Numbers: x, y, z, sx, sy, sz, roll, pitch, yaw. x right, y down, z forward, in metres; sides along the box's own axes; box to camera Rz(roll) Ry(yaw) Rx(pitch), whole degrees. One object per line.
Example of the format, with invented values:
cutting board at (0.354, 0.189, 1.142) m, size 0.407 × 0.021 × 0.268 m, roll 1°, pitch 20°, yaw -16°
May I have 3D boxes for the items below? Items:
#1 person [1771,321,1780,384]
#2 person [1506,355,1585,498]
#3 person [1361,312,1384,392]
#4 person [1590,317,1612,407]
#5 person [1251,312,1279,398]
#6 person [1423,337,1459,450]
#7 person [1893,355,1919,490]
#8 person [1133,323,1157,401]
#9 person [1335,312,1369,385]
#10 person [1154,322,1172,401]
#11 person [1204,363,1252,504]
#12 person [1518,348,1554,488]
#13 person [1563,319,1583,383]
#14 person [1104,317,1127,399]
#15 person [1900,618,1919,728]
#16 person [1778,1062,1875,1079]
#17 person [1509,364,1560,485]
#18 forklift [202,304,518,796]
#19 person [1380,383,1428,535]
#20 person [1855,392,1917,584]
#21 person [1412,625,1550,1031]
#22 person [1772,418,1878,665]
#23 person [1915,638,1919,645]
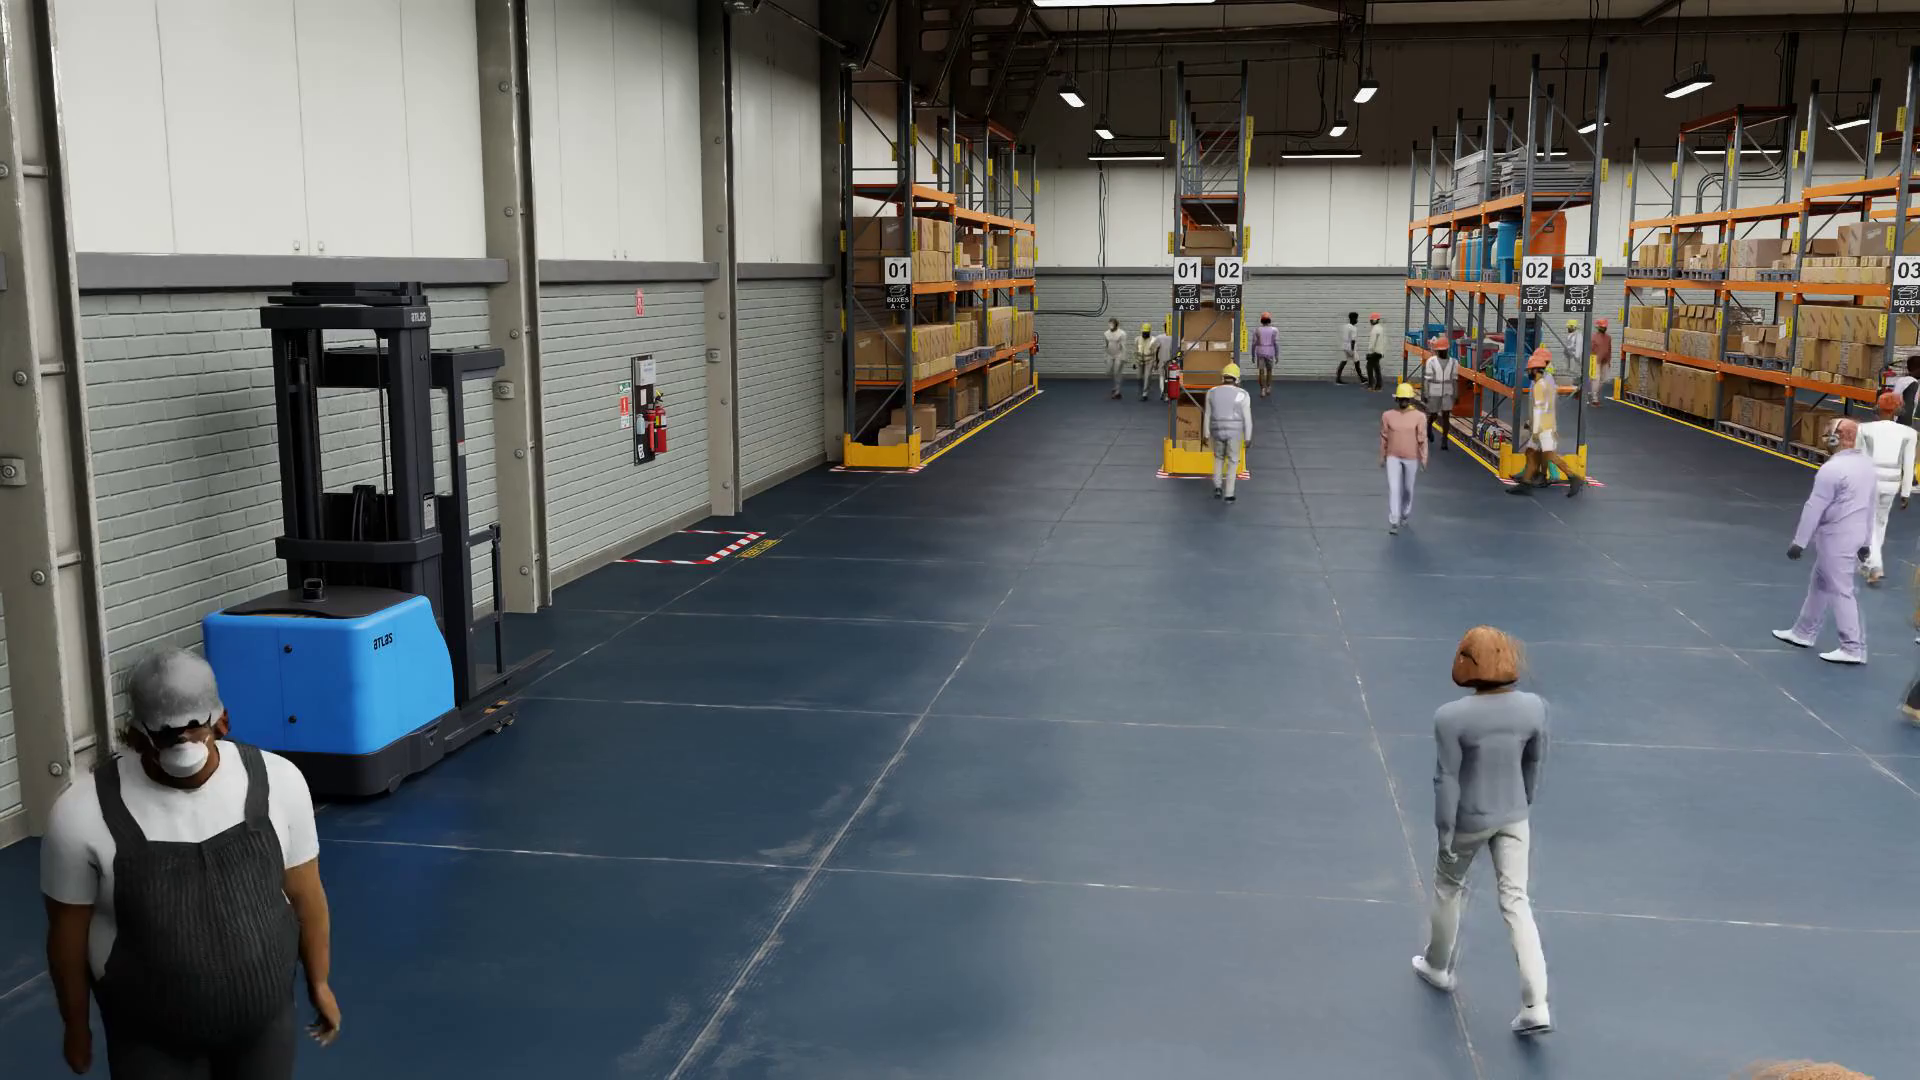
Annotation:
person at (18.470, -4.051, 37.713) m, size 0.649 × 1.919 × 0.448 m, roll 4°, pitch 10°, yaw 25°
person at (7.873, -1.515, 22.211) m, size 0.962 × 1.890 × 0.587 m, roll 5°, pitch 10°, yaw 27°
person at (10.241, -4.681, 41.430) m, size 0.704 × 1.970 × 0.653 m, roll 4°, pitch 10°, yaw 26°
person at (14.177, -3.939, 36.855) m, size 0.641 × 1.973 × 0.447 m, roll -3°, pitch 10°, yaw -19°
person at (7.301, -4.442, 39.832) m, size 0.637 × 2.014 × 0.884 m, roll 1°, pitch 9°, yaw 8°
person at (8.199, -2.524, 28.382) m, size 0.585 × 1.903 × 0.792 m, roll 1°, pitch 9°, yaw 7°
person at (12.866, -1.609, 22.871) m, size 0.920 × 1.865 × 0.653 m, roll 3°, pitch 10°, yaw 16°
person at (4.356, -4.174, 38.875) m, size 0.606 × 1.802 × 0.689 m, roll 4°, pitch 10°, yaw 23°
person at (10.349, -5.036, 43.803) m, size 0.997 × 1.911 × 0.608 m, roll -3°, pitch 10°, yaw -19°
person at (4.769, -4.130, 38.397) m, size 0.553 × 1.857 × 0.436 m, roll 2°, pitch 9°, yaw 12°
person at (3.485, -1.378, 21.553) m, size 0.627 × 1.813 × 0.463 m, roll 4°, pitch 10°, yaw 25°
person at (8.079, -1.713, 23.237) m, size 0.353 × 1.942 × 0.546 m, roll 0°, pitch 9°, yaw -1°
person at (15.299, -4.615, 41.510) m, size 0.611 × 1.818 × 0.607 m, roll -3°, pitch 10°, yaw -17°
person at (3.652, -4.298, 39.250) m, size 0.668 × 1.918 × 0.417 m, roll 7°, pitch 12°, yaw 39°
person at (6.424, 0.415, 10.597) m, size 0.524 × 1.793 × 1.005 m, roll -3°, pitch 10°, yaw -18°
person at (1.499, 1.722, 3.139) m, size 0.862 × 1.593 × 0.501 m, roll 1°, pitch 9°, yaw 9°
person at (8.187, -1.643, 23.506) m, size 0.711 × 1.713 × 0.534 m, roll 4°, pitch 10°, yaw 25°
forklift at (-3.673, -0.038, 10.147) m, size 1.129 × 2.768 × 1.873 m, roll 1°, pitch 9°, yaw 9°
person at (5.148, -0.974, 19.313) m, size 0.535 × 1.730 × 0.857 m, roll 3°, pitch 10°, yaw 16°
person at (8.911, -0.508, 16.119) m, size 0.584 × 1.852 × 0.956 m, roll 2°, pitch 9°, yaw 12°
person at (2.145, 1.139, 6.713) m, size 0.501 × 1.594 × 0.842 m, roll -2°, pitch 9°, yaw -10°
person at (6.695, -0.009, 12.954) m, size 0.648 × 1.874 × 0.896 m, roll -7°, pitch 12°, yaw -37°
person at (7.929, 0.103, 13.042) m, size 0.507 × 1.610 × 0.727 m, roll -1°, pitch 9°, yaw -9°
